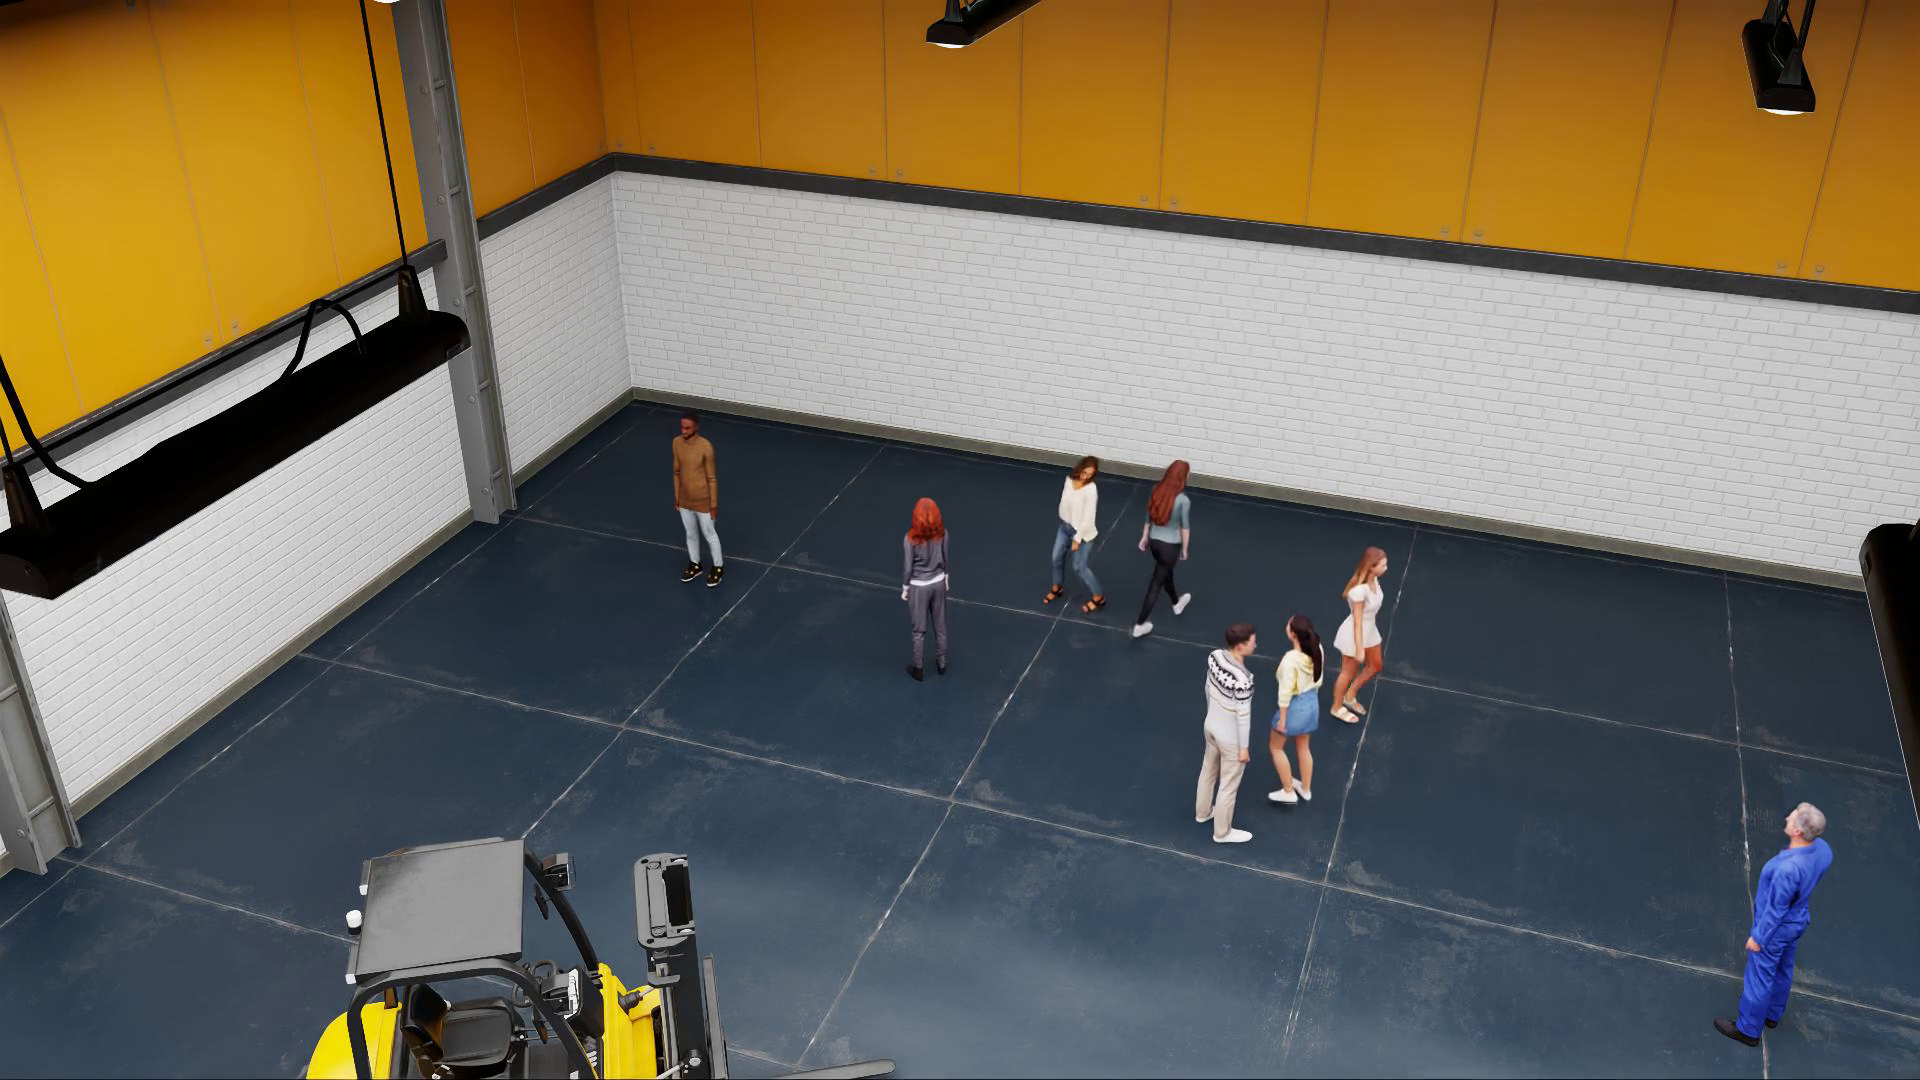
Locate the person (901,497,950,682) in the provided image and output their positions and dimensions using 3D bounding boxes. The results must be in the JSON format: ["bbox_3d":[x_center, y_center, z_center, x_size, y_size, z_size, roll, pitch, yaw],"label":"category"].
[{"bbox_3d":[-0.288,0.421,14.561,0.652,1.781,0.704,-11,31,-20],"label":"person"}]

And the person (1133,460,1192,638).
[{"bbox_3d":[1.821,0.122,15.197,0.935,1.695,1.150,25,37,38],"label":"person"}]

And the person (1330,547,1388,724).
[{"bbox_3d":[3.278,0.777,14.014,0.724,1.678,0.630,21,35,34],"label":"person"}]

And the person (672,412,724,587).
[{"bbox_3d":[-2.533,-0.414,16.056,0.626,1.815,0.544,12,31,21],"label":"person"}]

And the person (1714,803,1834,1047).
[{"bbox_3d":[5.305,2.473,10.746,0.715,1.830,0.854,-20,35,-33],"label":"person"}]

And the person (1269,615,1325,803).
[{"bbox_3d":[2.662,1.347,13.038,0.735,1.613,0.822,-23,36,-35],"label":"person"}]

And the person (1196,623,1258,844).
[{"bbox_3d":[2.023,1.437,12.616,0.811,1.860,0.733,-11,31,-19],"label":"person"}]

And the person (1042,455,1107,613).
[{"bbox_3d":[1.159,-0.052,15.581,0.888,1.634,0.828,-9,30,-17],"label":"person"}]
